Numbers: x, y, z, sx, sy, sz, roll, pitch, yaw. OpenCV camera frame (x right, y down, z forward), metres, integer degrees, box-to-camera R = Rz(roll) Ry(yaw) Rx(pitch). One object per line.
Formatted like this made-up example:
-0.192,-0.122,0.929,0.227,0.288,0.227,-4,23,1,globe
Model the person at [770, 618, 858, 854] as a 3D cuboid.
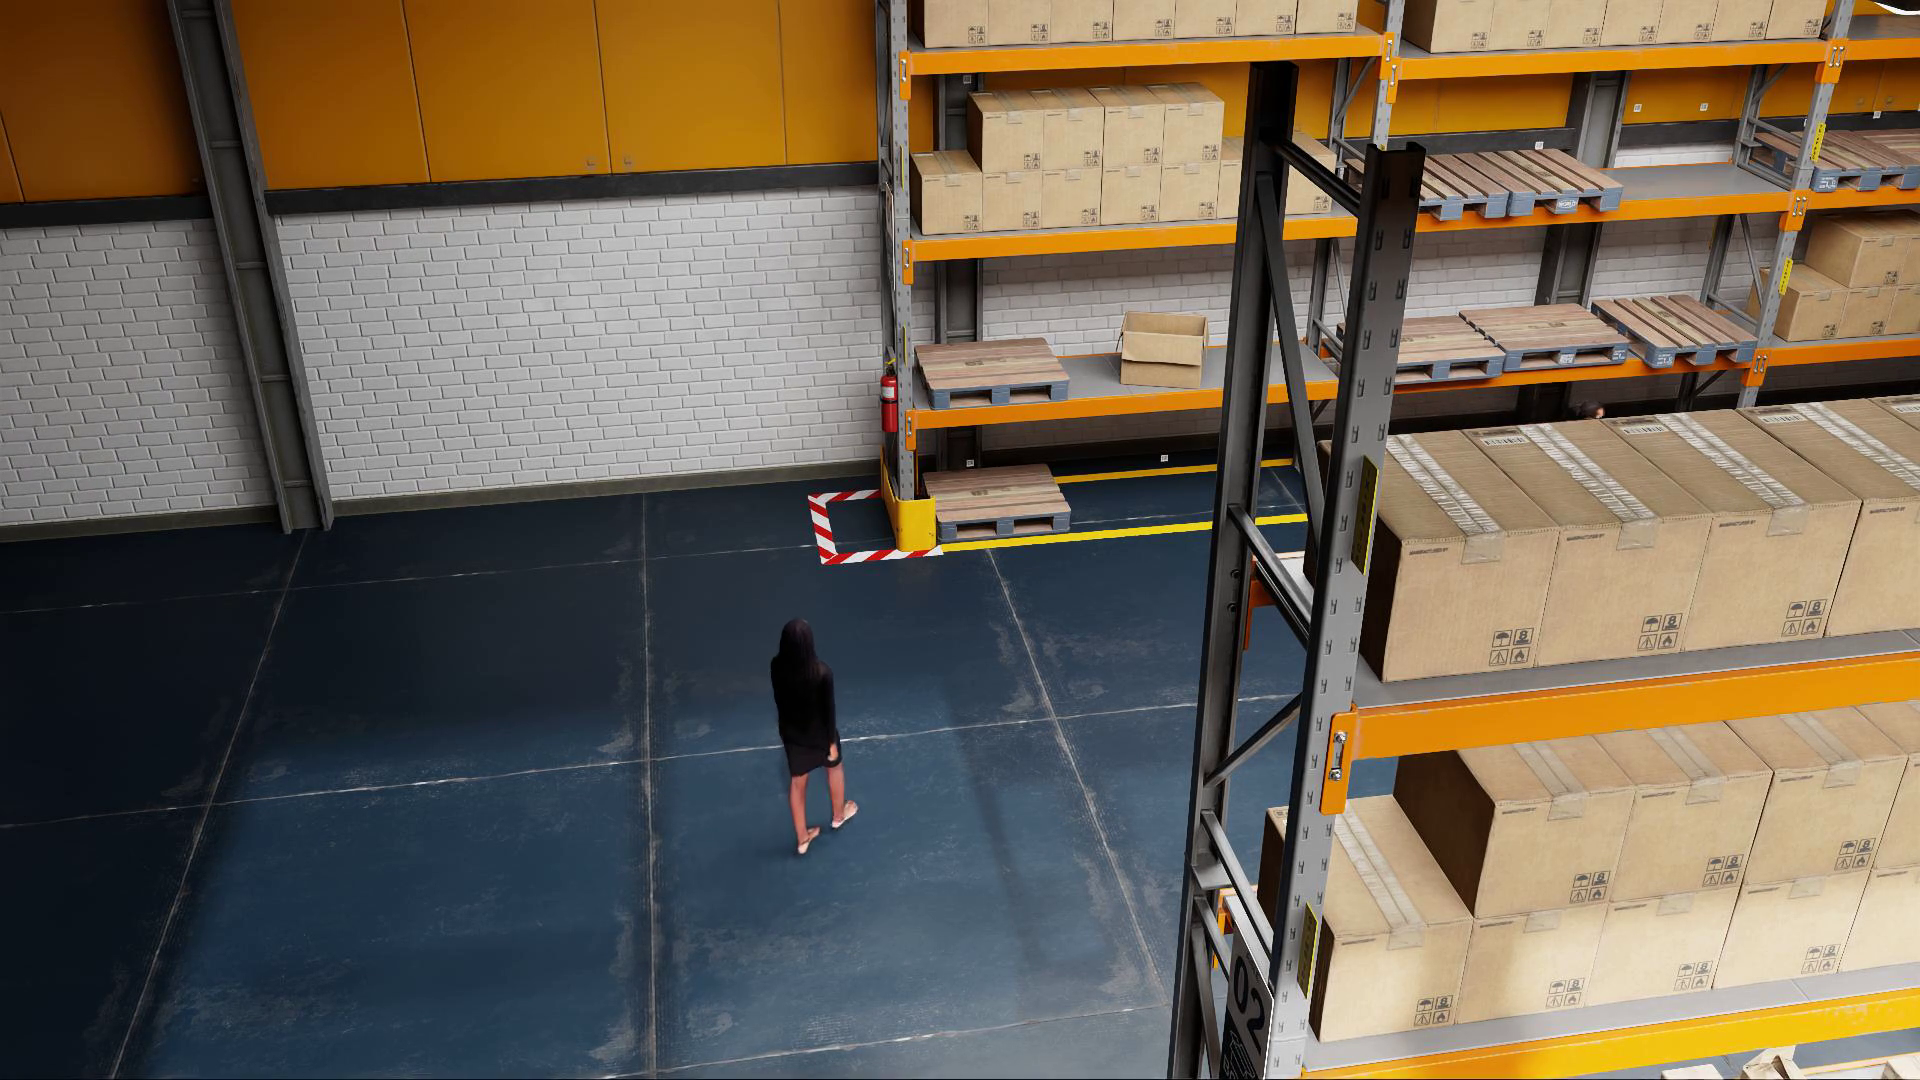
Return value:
-1.021,1.296,10.707,0.879,1.707,0.913,12,31,20,person
